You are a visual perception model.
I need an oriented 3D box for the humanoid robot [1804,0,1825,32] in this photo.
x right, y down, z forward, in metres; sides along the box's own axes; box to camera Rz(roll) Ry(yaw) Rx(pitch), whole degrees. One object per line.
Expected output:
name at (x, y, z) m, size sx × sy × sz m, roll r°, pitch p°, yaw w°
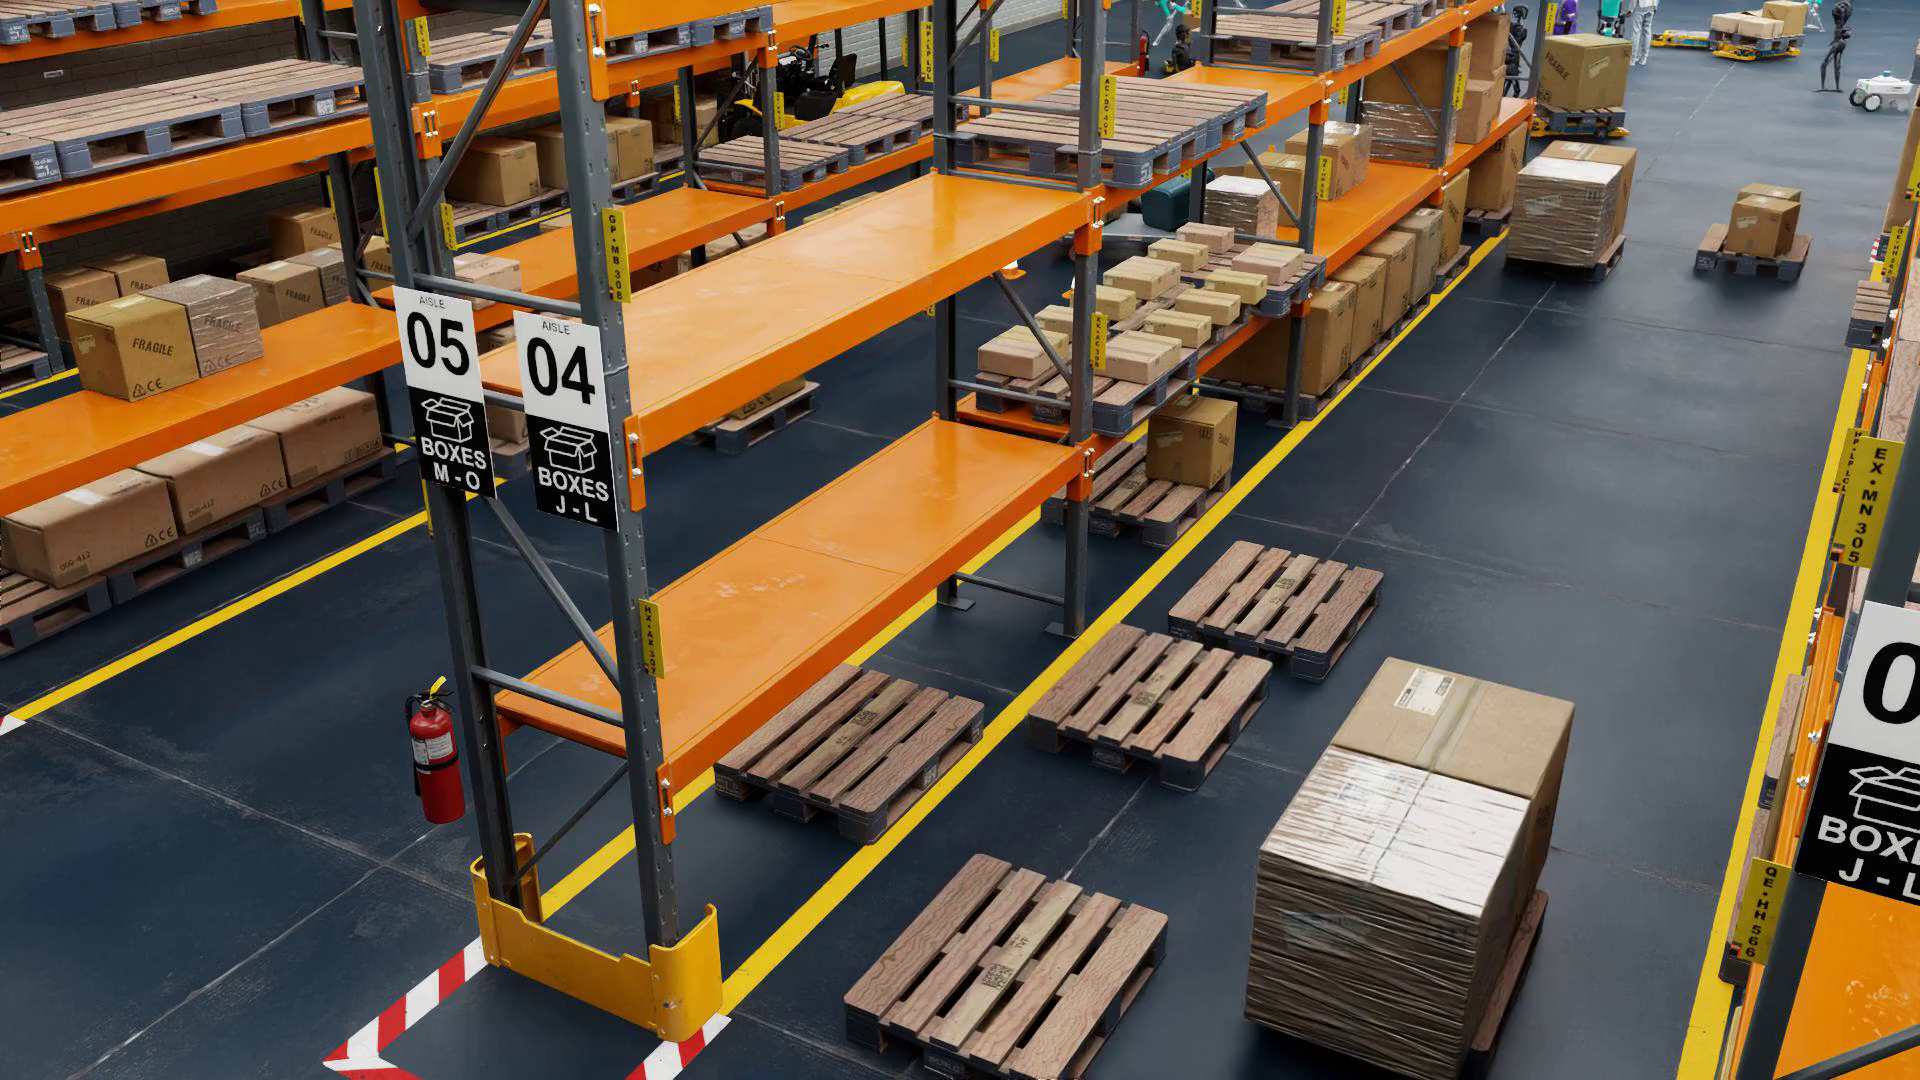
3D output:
humanoid robot at (16.293, -10.474, 31.440) m, size 0.855 × 1.786 × 0.539 m, roll 1°, pitch 26°, yaw 3°

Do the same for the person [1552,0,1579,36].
person at (9.171, -7.666, 25.316) m, size 0.361 × 1.963 × 0.611 m, roll 8°, pitch 27°, yaw 16°

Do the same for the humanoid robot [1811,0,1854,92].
humanoid robot at (13.757, -7.849, 26.038) m, size 0.468 × 1.637 × 0.611 m, roll 11°, pitch 28°, yaw 22°

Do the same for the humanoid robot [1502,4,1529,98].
humanoid robot at (8.004, -6.904, 24.072) m, size 0.468 × 1.644 × 0.597 m, roll 5°, pitch 26°, yaw 10°

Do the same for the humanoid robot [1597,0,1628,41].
humanoid robot at (10.477, -8.064, 26.431) m, size 0.824 × 1.790 × 0.567 m, roll -12°, pitch 28°, yaw -23°

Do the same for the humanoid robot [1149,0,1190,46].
humanoid robot at (3.831, -9.792, 30.022) m, size 0.888 × 1.775 × 0.570 m, roll -16°, pitch 30°, yaw -30°

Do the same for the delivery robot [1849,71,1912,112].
delivery robot at (13.872, -6.742, 25.044) m, size 0.815 × 0.614 × 0.499 m, roll 0°, pitch 26°, yaw 1°

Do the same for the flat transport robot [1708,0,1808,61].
flat transport robot at (13.999, -8.638, 29.291) m, size 1.431 × 0.231 × 0.659 m, roll -12°, pitch 28°, yaw -24°

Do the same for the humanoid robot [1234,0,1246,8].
humanoid robot at (5.465, -11.805, 34.257) m, size 1.035 × 1.781 × 0.541 m, roll -6°, pitch 26°, yaw -13°

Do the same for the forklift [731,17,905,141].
forklift at (-1.819, -5.975, 21.543) m, size 2.313 × 2.155 × 1.214 m, roll 14°, pitch 29°, yaw 26°

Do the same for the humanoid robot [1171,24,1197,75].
humanoid robot at (3.072, -6.081, 22.364) m, size 0.474 × 1.645 × 0.608 m, roll 22°, pitch 33°, yaw 38°

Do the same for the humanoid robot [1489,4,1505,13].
humanoid robot at (9.266, -9.167, 28.680) m, size 0.542 × 1.778 × 0.690 m, roll -17°, pitch 31°, yaw -32°

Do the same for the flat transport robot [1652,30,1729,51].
flat transport robot at (13.355, -9.072, 30.194) m, size 1.431 × 0.231 × 0.659 m, roll 11°, pitch 28°, yaw 21°

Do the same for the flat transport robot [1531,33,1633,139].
flat transport robot at (8.652, -5.868, 23.534) m, size 1.431 × 0.231 × 0.659 m, roll 0°, pitch 26°, yaw 0°

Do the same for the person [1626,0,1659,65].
person at (11.626, -9.065, 28.278) m, size 0.589 × 1.919 × 0.393 m, roll -9°, pitch 27°, yaw -18°

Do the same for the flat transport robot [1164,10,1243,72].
flat transport robot at (4.178, -8.006, 27.977) m, size 1.431 × 0.231 × 0.659 m, roll 2°, pitch 26°, yaw 3°
